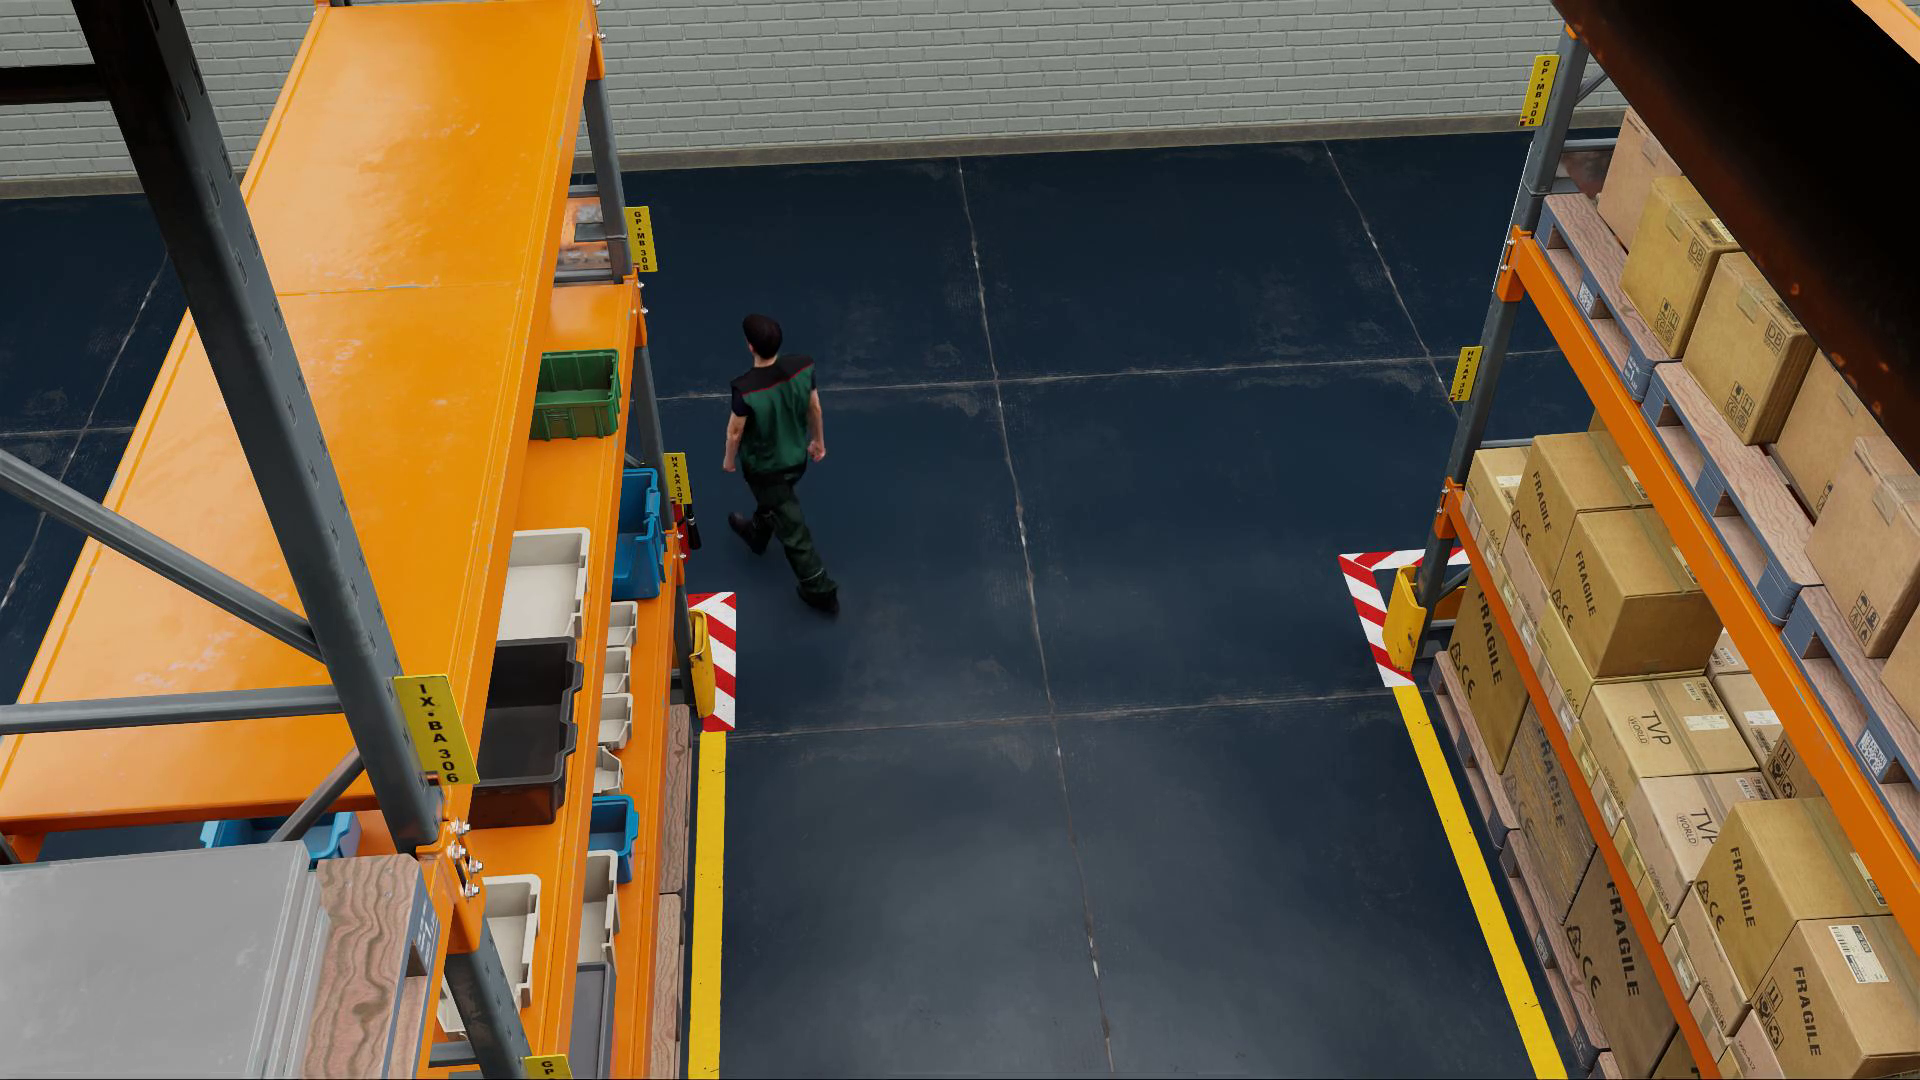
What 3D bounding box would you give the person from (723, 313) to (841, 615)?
[{"bbox_3d":[-0.950,-0.372,9.143,1.279,1.853,1.195,32,52,30],"label":"person"}]
